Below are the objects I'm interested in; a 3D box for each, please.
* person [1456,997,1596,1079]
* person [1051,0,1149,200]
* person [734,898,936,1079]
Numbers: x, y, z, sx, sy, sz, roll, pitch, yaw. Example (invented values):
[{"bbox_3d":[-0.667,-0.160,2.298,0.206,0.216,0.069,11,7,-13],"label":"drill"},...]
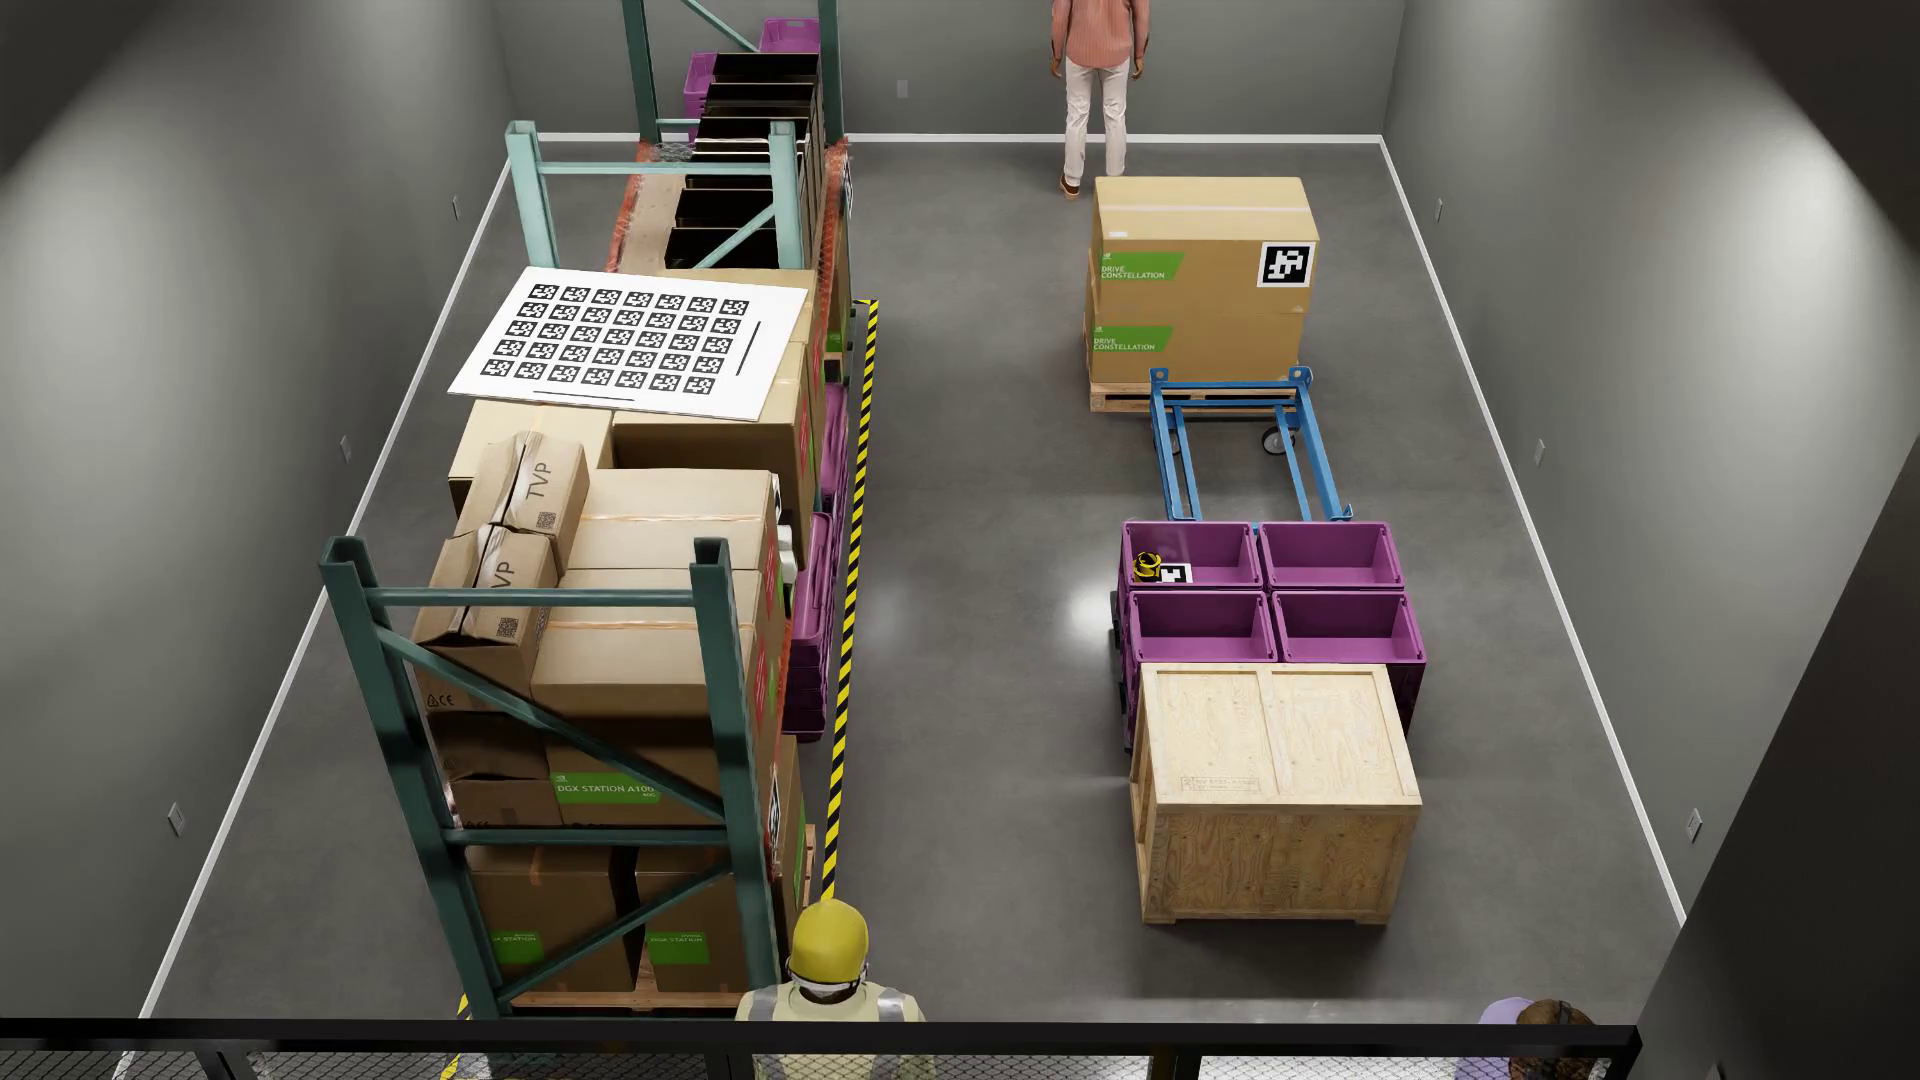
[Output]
[{"bbox_3d":[1.537,1.941,4.900,0.357,1.938,0.637,11,42,12],"label":"person"},{"bbox_3d":[0.885,-3.131,10.642,0.622,1.992,0.395,0,41,0],"label":"person"},{"bbox_3d":[-0.373,1.741,5.207,0.599,1.830,0.404,0,41,0],"label":"person"}]
